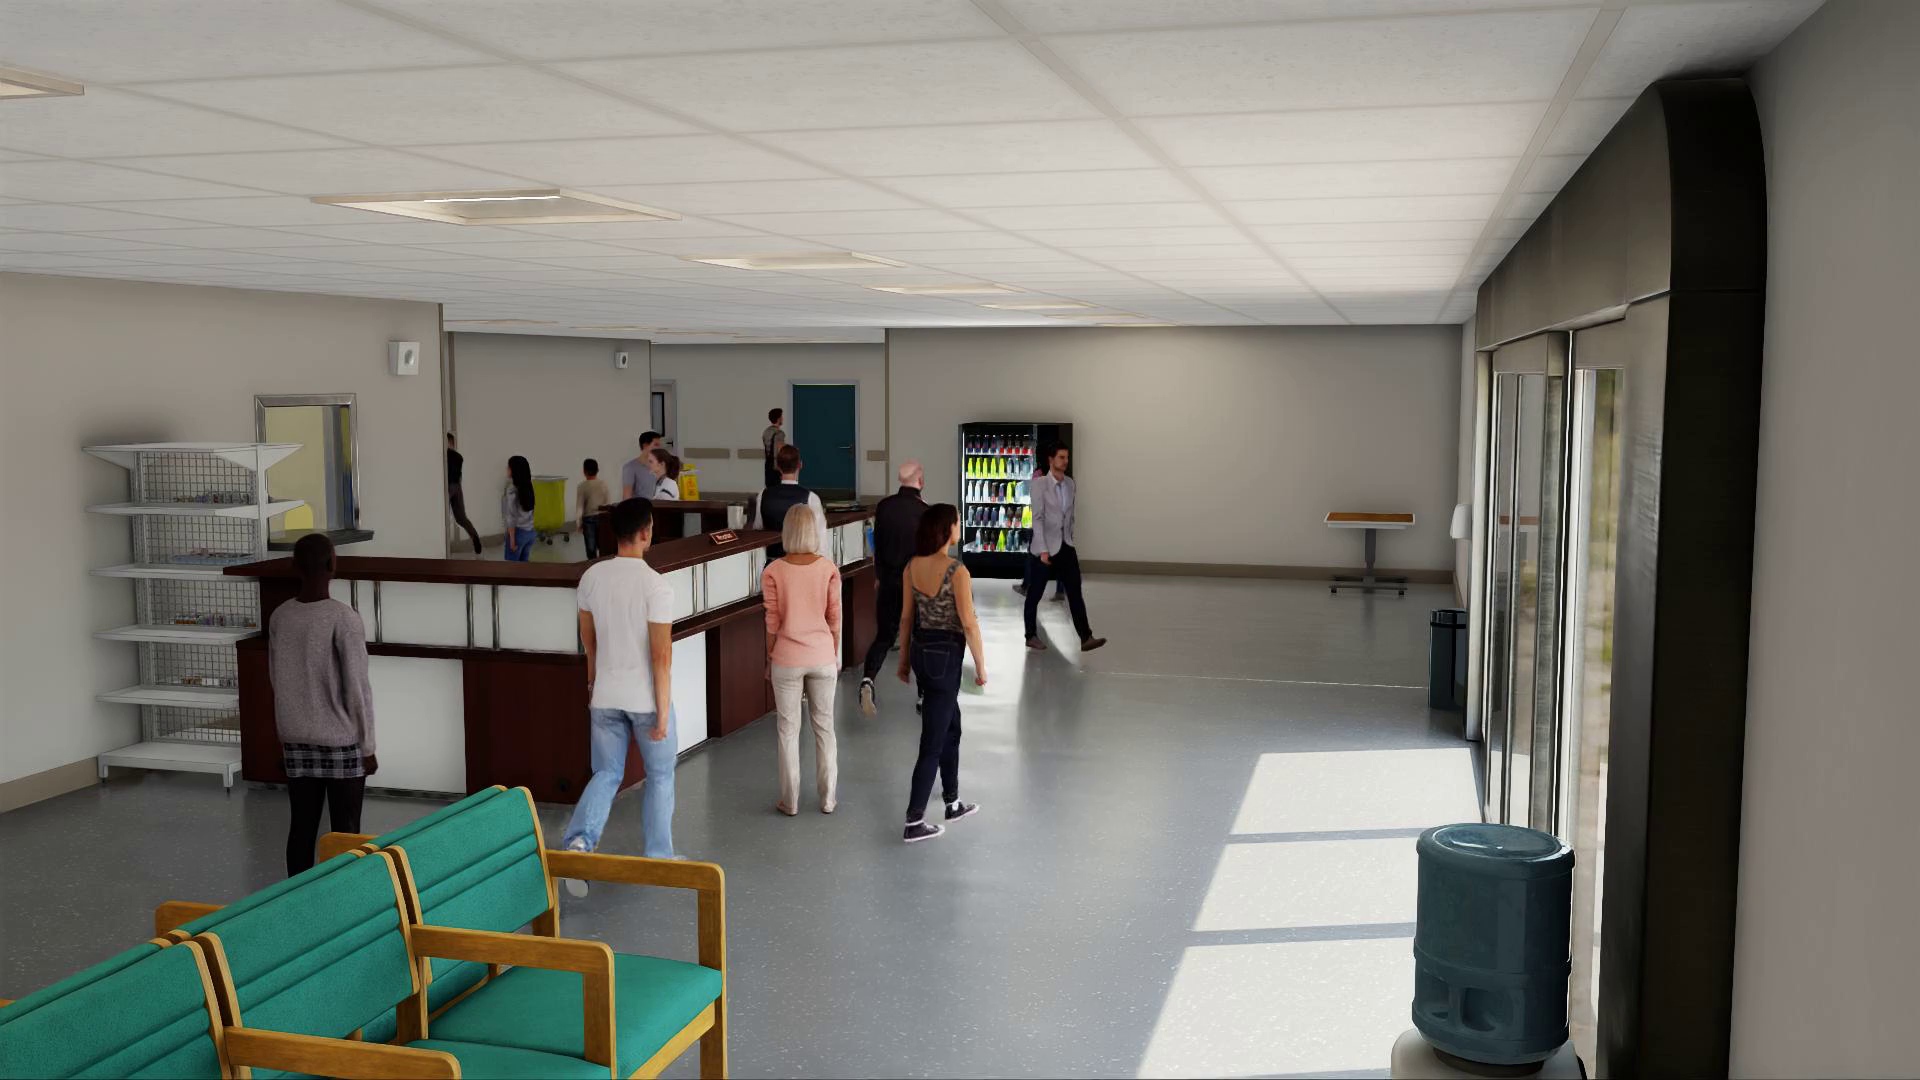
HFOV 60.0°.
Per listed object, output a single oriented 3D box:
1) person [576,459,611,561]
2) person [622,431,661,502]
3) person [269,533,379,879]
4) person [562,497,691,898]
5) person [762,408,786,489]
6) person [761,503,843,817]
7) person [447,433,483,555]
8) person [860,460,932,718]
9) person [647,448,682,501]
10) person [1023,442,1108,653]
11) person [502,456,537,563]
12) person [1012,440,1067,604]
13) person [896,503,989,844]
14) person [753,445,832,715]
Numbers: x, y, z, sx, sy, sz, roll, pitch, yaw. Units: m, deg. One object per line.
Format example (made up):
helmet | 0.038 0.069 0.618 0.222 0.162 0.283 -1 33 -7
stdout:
person | -4.131 -0.192 18.943 0.739 1.456 0.803 -4 7 -37
person | -3.224 -0.138 16.648 1.151 1.808 1.335 -5 8 -40
person | -2.703 0.848 7.040 0.462 1.769 0.671 2 6 16
person | -1.582 0.745 7.715 0.981 1.839 0.790 2 6 22
person | -2.953 -1.107 25.925 1.023 1.880 1.083 -6 8 -44
person | -0.869 0.653 9.208 0.621 1.724 0.741 -1 6 -14
person | -6.529 -0.546 21.540 1.084 1.642 0.801 4 7 32
person | -0.430 0.370 11.585 1.096 1.811 0.855 3 6 24
person | -2.598 0.041 15.456 1.226 1.691 1.009 -2 6 -17
person | 0.739 0.083 14.452 1.128 1.809 1.214 -4 7 -32
person | -4.268 -0.016 16.402 0.774 1.616 0.611 2 6 17
person | 0.975 -0.154 17.512 0.995 1.669 1.096 -4 7 -35
person | -0.189 0.702 8.619 0.914 1.745 0.905 -6 8 -44
person | -1.310 0.288 11.867 0.779 1.918 0.856 3 6 25
